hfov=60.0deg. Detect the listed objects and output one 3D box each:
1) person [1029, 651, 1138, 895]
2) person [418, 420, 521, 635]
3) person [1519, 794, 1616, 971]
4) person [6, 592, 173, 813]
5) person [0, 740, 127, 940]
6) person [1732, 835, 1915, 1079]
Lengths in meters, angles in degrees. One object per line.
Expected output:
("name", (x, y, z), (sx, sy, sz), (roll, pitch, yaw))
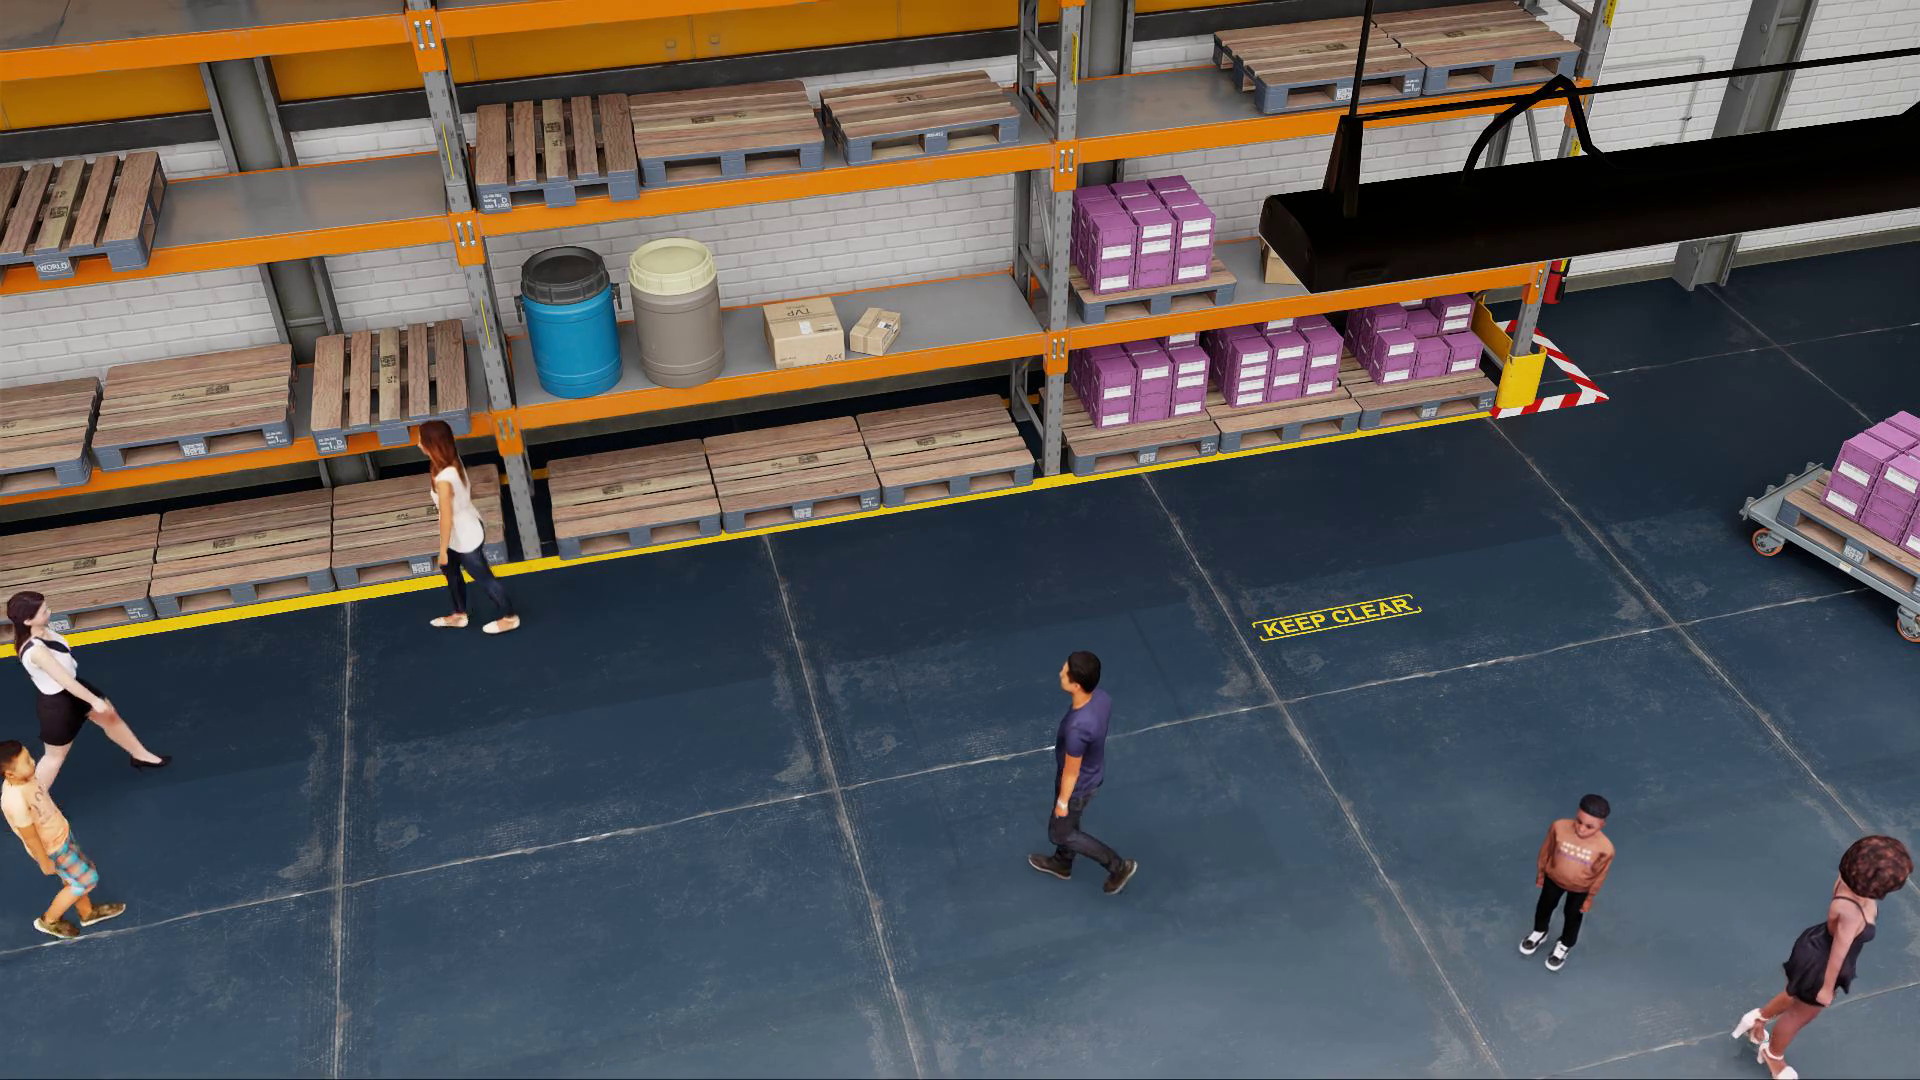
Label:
("person", (0.730, 1.350, 9.290), (1.015, 1.778, 0.896), (9, 40, 12))
("person", (-3.203, -0.059, 11.067), (0.828, 1.764, 0.635), (-8, 39, -10))
("person", (3.348, 1.842, 9.096), (0.585, 1.252, 0.624), (26, 45, 29))
("person", (-5.396, 1.028, 9.836), (1.139, 1.601, 0.765), (-22, 44, -25))
("person", (-5.074, 1.675, 9.144), (0.704, 1.453, 0.599), (-16, 41, -19))
("person", (4.294, 2.119, 8.324), (0.767, 1.782, 0.707), (18, 42, 21))
